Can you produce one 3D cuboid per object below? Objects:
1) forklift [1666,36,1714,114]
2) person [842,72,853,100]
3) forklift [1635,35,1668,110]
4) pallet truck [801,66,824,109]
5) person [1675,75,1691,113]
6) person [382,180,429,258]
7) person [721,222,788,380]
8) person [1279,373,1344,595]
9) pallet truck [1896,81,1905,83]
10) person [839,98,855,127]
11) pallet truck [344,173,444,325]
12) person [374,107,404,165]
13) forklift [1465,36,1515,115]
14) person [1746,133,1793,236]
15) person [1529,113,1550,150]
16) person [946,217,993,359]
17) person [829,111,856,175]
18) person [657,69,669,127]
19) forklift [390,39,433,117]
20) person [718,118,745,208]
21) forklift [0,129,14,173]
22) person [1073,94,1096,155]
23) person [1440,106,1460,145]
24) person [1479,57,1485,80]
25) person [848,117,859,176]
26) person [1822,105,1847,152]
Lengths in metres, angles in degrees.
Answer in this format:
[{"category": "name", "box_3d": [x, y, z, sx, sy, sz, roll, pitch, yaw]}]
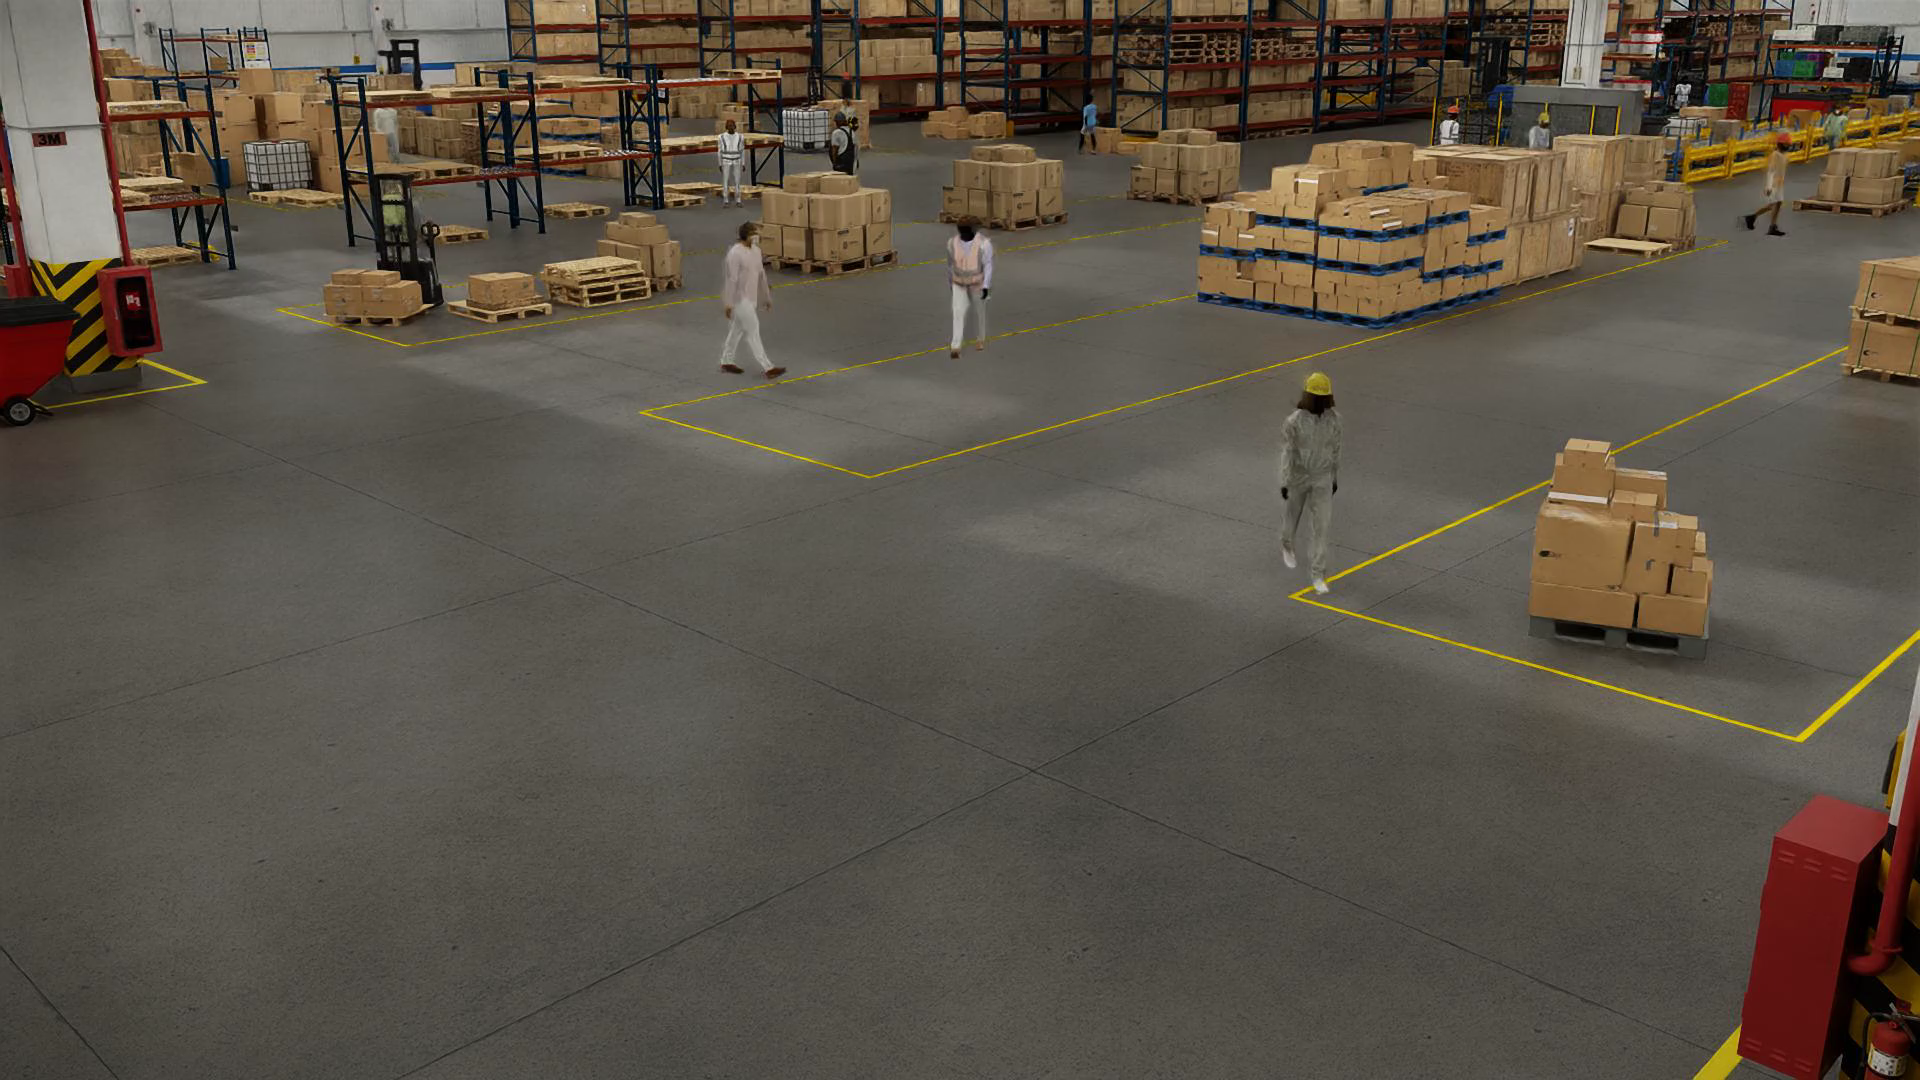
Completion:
[{"category": "forklift", "box_3d": [27.341, -17.291, 61.877, 1.129, 2.768, 1.873, 17, 25, 41]}, {"category": "person", "box_3d": [-3.638, -14.137, 53.839, 0.662, 1.941, 0.626, 10, 21, 28]}, {"category": "forklift", "box_3d": [26.439, -17.975, 63.938, 1.129, 2.768, 1.873, 17, 25, 41]}, {"category": "pallet truck", "box_3d": [-4.812, -15.182, 56.903, 0.823, 1.965, 1.885, -9, 21, -26]}, {"category": "person", "box_3d": [24.711, -15.029, 56.911, 0.541, 1.696, 0.315, -1, 18, -3]}, {"category": "person", "box_3d": [-8.459, -4.585, 25.295, 0.636, 1.808, 0.939, 7, 20, 21]}, {"category": "person", "box_3d": [-2.526, -2.885, 20.040, 1.030, 1.878, 0.652, 7, 20, 21]}, {"category": "person", "box_3d": [2.759, -0.502, 13.140, 0.493, 1.701, 0.911, -1, 18, -3]}, {"category": "pallet truck", "box_3d": [34.802, -16.331, 61.455, 0.653, 1.274, 1.630, 17, 25, 41]}, {"category": "person", "box_3d": [-3.159, -11.623, 46.808, 0.530, 1.596, 0.851, 8, 20, 24]}, {"category": "pallet truck", "box_3d": [-8.209, -4.181, 23.757, 0.823, 1.965, 1.885, 3, 19, 9]}, {"category": "person", "box_3d": [-14.576, -10.342, 42.483, 0.996, 1.887, 0.661, 17, 25, 42]}, {"category": "forklift", "box_3d": [19.973, -17.201, 61.605, 1.873, 2.768, 1.129, 16, 24, 40]}, {"category": "person", "box_3d": [15.490, -6.778, 31.702, 0.559, 1.922, 0.646, -17, 25, -41]}, {"category": "person", "box_3d": [13.373, -8.991, 38.562, 0.594, 1.800, 0.887, -7, 20, -21]}, {"category": "person", "box_3d": [0.120, -3.243, 21.288, 0.619, 1.784, 1.022, 3, 19, 9]}, {"category": "person", "box_3d": [-2.551, -8.180, 35.738, 0.535, 2.000, 0.693, 11, 21, 29]}, {"category": "person", "box_3d": [-10.111, -15.006, 56.514, 0.588, 1.911, 0.396, 11, 21, 30]}, {"category": "forklift", "box_3d": [-19.428, -16.213, 58.630, 1.873, 2.768, 1.129, 17, 25, 41]}, {"category": "person", "box_3d": [-4.890, -8.069, 35.651, 0.573, 1.883, 0.354, -5, 19, -15]}, {"category": "forklift", "box_3d": [-24.029, -10.894, 42.603, 1.129, 2.768, 1.873, 17, 25, 41]}, {"category": "person", "box_3d": [3.587, -11.784, 47.184, 0.541, 1.661, 0.796, -17, 25, -42]}, {"category": "person", "box_3d": [11.438, -9.159, 38.876, 0.399, 1.928, 0.541, -10, 21, -27]}, {"category": "person", "box_3d": [22.340, -19.759, 71.028, 0.893, 1.795, 0.596, -16, 24, -39]}, {"category": "person", "box_3d": [-2.317, -8.279, 36.305, 0.322, 1.871, 0.531, 4, 19, 13]}, {"category": "person", "box_3d": [23.281, -10.777, 44.253, 0.498, 1.601, 0.801, 17, 25, 41]}]
